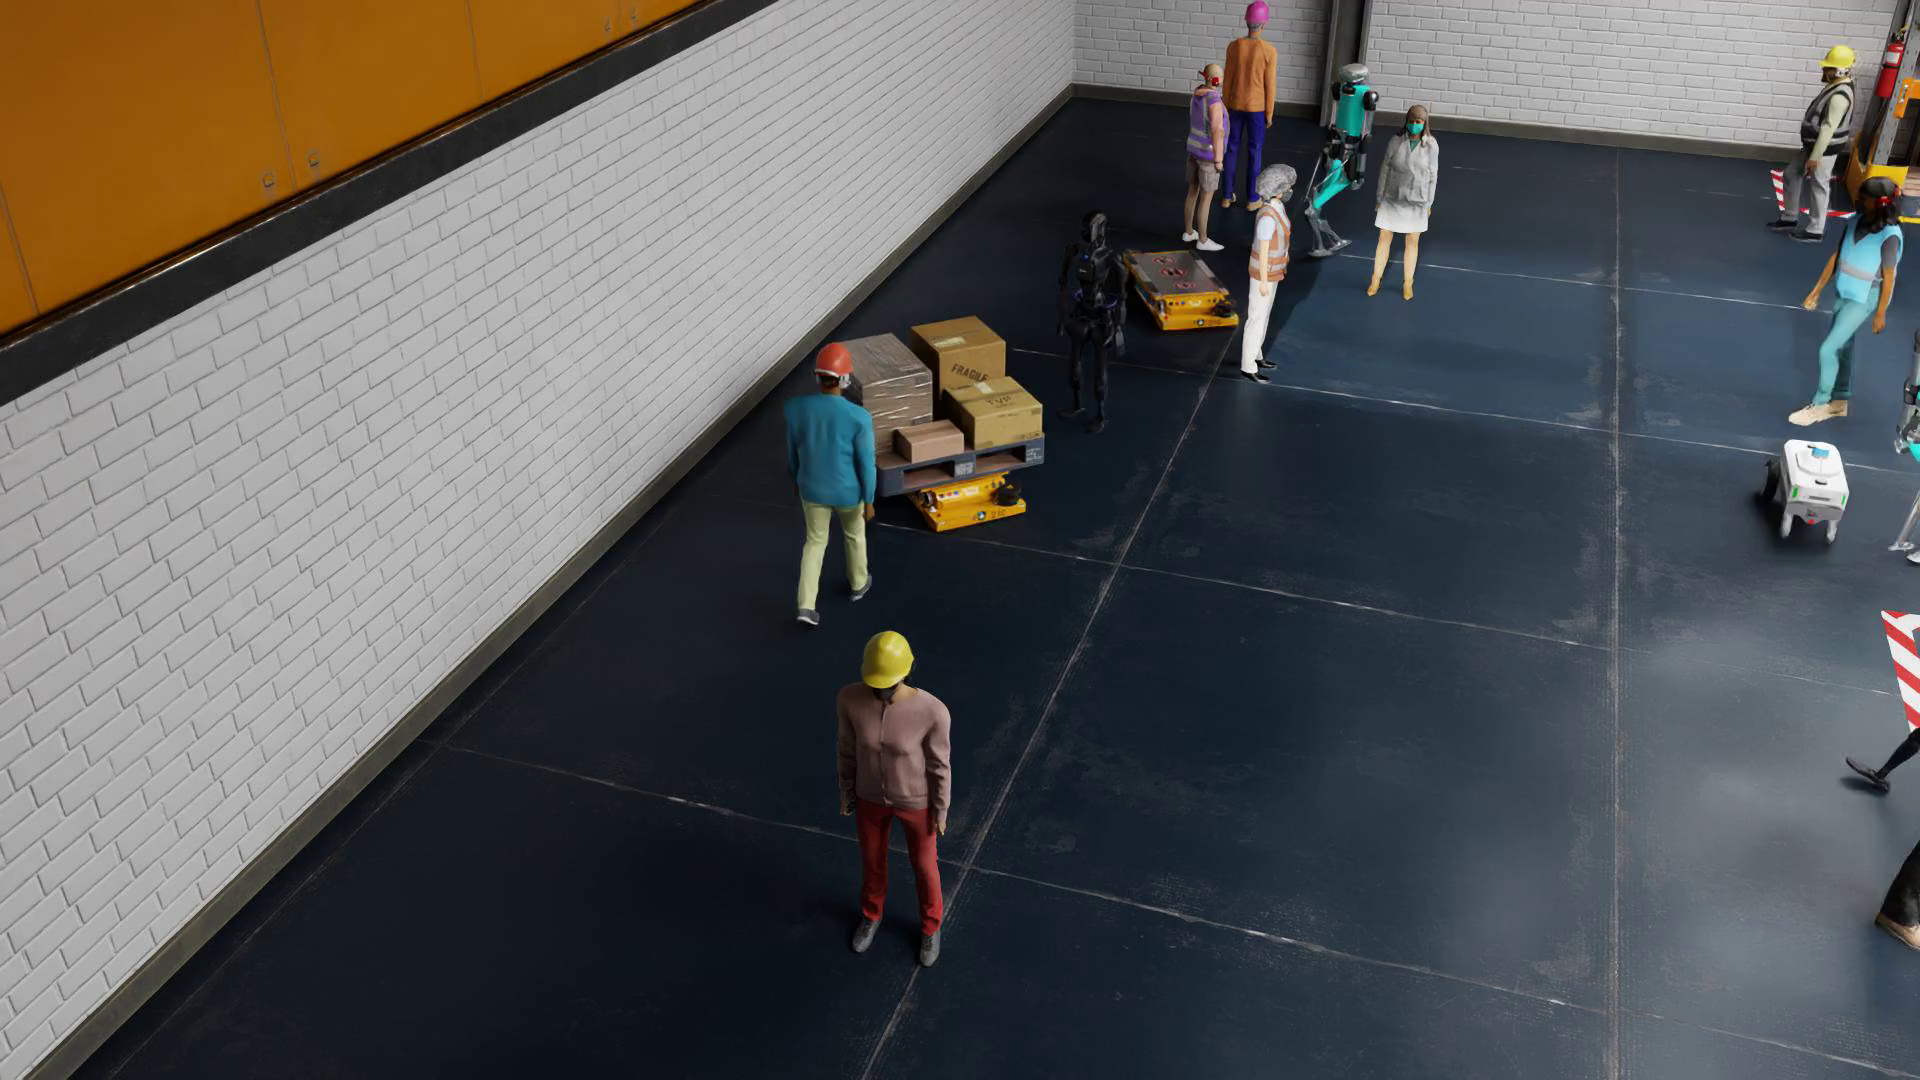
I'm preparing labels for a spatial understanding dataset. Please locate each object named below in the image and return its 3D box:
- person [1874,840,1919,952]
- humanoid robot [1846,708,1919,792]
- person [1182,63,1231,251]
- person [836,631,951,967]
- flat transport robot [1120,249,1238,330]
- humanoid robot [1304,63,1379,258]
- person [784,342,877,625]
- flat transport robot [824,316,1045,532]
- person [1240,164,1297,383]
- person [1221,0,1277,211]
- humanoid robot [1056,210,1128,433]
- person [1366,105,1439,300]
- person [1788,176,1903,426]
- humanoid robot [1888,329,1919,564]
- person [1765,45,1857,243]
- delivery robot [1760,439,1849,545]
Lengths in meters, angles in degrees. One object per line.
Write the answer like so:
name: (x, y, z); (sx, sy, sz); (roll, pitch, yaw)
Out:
person: (4.491, 1.063, 7.277); (0.457, 1.825, 0.615); (26, 39, 37)
humanoid robot: (4.859, 0.705, 8.080); (0.752, 1.628, 0.608); (23, 38, 34)
person: (2.234, -3.485, 15.147); (0.347, 1.694, 0.483); (-11, 32, -19)
person: (-0.290, 1.130, 7.237); (0.519, 1.758, 0.346); (9, 32, 15)
flat transport robot: (1.862, -2.175, 14.326); (0.659, 0.231, 1.431); (-5, 31, -9)
humanoid robot: (3.292, -3.302, 14.794); (0.851, 1.779, 0.549); (-15, 34, -24)
person: (-0.758, -0.310, 9.731); (0.572, 1.721, 0.770); (7, 31, 11)
flat transport robot: (-0.151, -0.510, 11.493); (0.659, 0.231, 1.431); (-13, 33, -21)
person: (2.351, -2.043, 12.695); (0.304, 1.688, 0.458); (11, 32, 17)
person: (2.786, -4.180, 16.047); (0.515, 1.981, 0.394); (14, 33, 22)
humanoid robot: (0.953, -1.574, 11.923); (0.598, 1.652, 0.319); (19, 36, 29)
person: (3.765, -2.854, 14.107); (0.483, 1.660, 0.337); (9, 32, 16)
person: (6.336, -1.700, 11.955); (0.673, 1.843, 0.540); (-4, 31, -6)
humanoid robot: (6.121, -0.639, 10.245); (0.719, 1.765, 0.531); (-14, 33, -22)
person: (7.834, -3.630, 15.274); (0.633, 1.809, 0.616); (11, 32, 18)
delivery robot: (5.610, -0.361, 10.973); (0.499, 0.611, 0.814); (10, 32, 16)
